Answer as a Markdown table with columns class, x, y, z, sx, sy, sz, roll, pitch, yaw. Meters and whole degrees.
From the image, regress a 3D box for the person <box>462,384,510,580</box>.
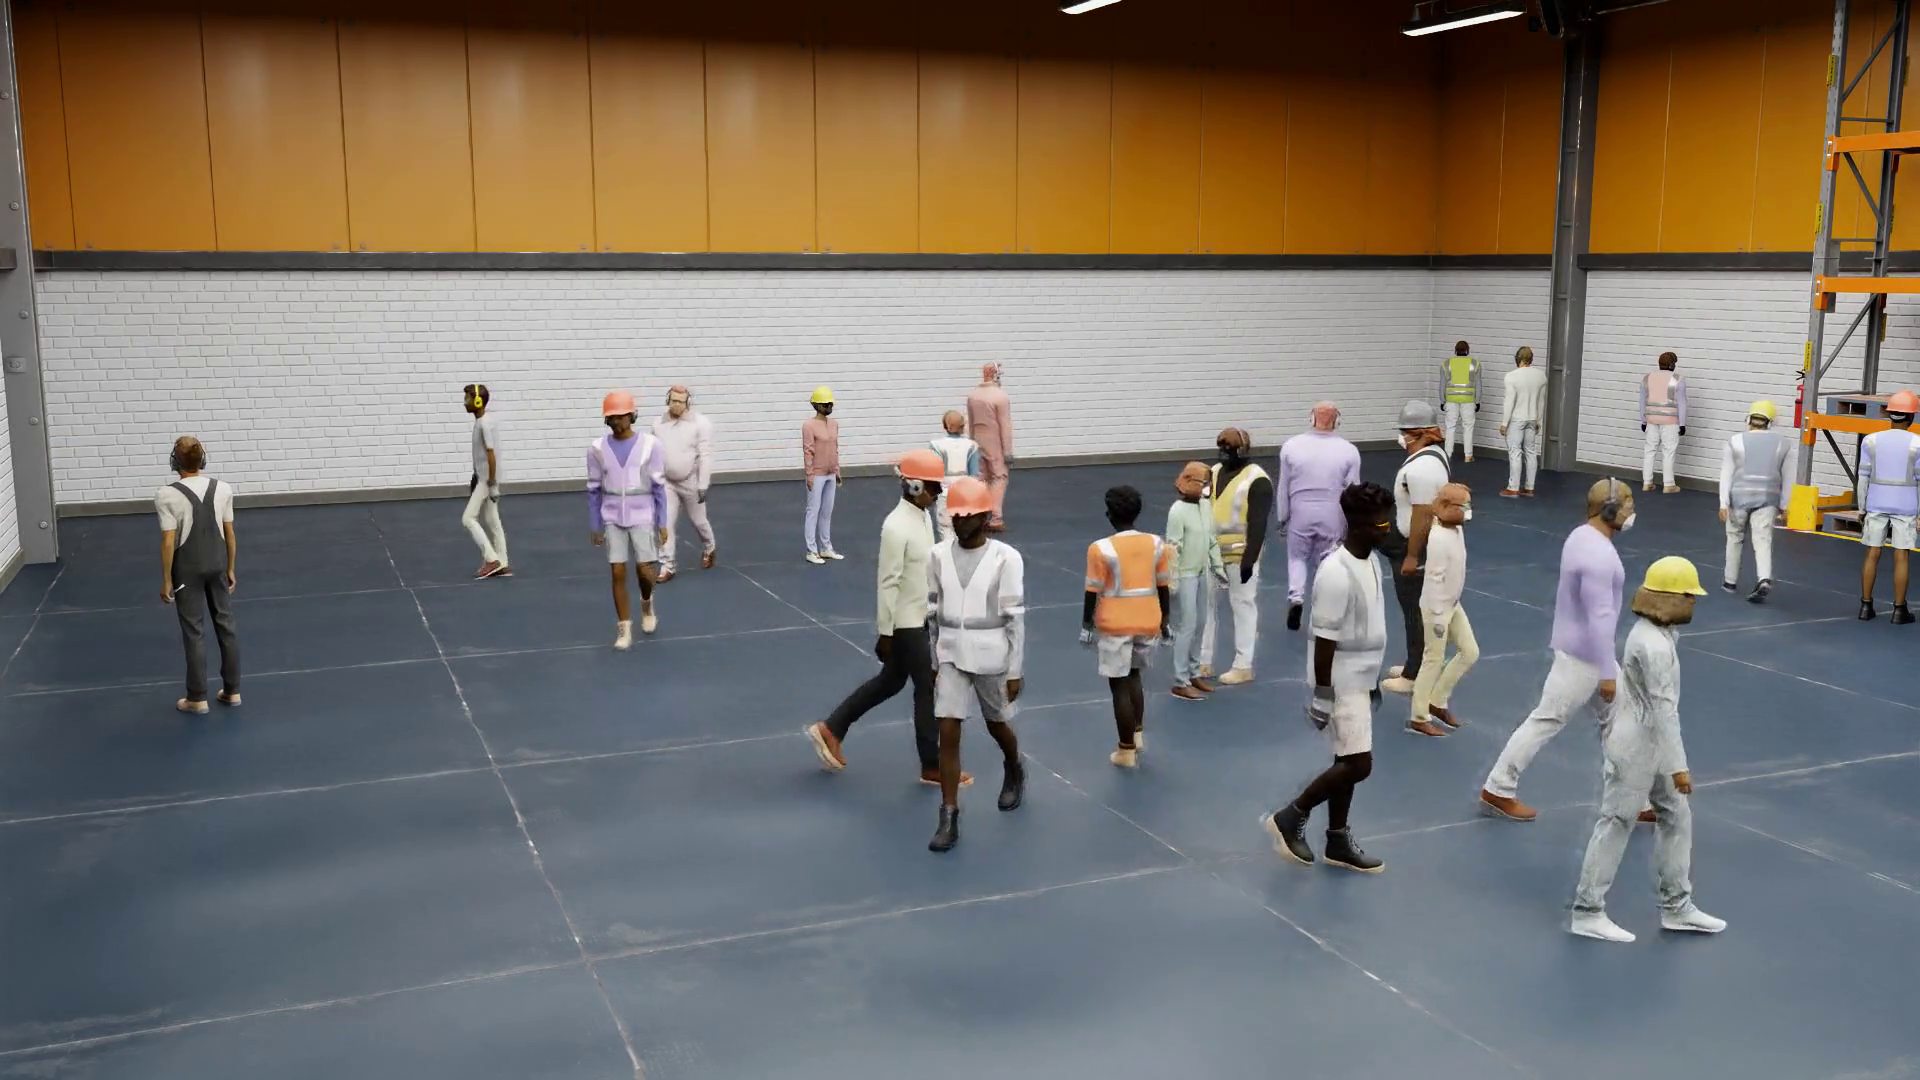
| class | x | y | z | sx | sy | sz | roll | pitch | yaw |
| --- | --- | --- | --- | --- | --- | --- | --- | --- | --- |
| person | -4.522 | -0.549 | 15.742 | 0.501 | 1.853 | 0.502 | -2 | 10 | -12 |

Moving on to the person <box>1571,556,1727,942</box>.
| class | x | y | z | sx | sy | sz | roll | pitch | yaw |
| --- | --- | --- | --- | --- | --- | --- | --- | --- | --- |
| person | 3.064 | 0.929 | 7.210 | 0.759 | 1.717 | 0.505 | 4 | 10 | 23 |

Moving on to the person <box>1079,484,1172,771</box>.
| class | x | y | z | sx | sy | sz | roll | pitch | yaw |
| --- | --- | --- | --- | --- | --- | --- | --- | --- | --- |
| person | 0.958 | 0.507 | 9.846 | 0.555 | 1.673 | 0.517 | -5 | 10 | -25 |

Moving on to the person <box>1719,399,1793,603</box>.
| class | x | y | z | sx | sy | sz | roll | pitch | yaw |
| --- | --- | --- | --- | --- | --- | --- | --- | --- | --- |
| person | 7.063 | -0.353 | 14.759 | 0.601 | 1.795 | 0.866 | 2 | 10 | 14 |

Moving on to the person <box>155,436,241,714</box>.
| class | x | y | z | sx | sy | sz | roll | pitch | yaw |
| --- | --- | --- | --- | --- | --- | --- | --- | --- | --- |
| person | -5.055 | 0.230 | 11.037 | 0.351 | 1.846 | 0.507 | 8 | 12 | 40 |

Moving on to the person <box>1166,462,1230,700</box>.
| class | x | y | z | sx | sy | sz | roll | pitch | yaw |
| --- | --- | --- | --- | --- | --- | --- | --- | --- | --- |
| person | 1.620 | 0.269 | 11.483 | 0.347 | 1.621 | 0.507 | 6 | 11 | 34 |

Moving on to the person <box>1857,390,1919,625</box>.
| class | x | y | z | sx | sy | sz | roll | pitch | yaw |
| --- | --- | --- | --- | --- | --- | --- | --- | --- | --- |
| person | 7.740 | -0.270 | 13.789 | 0.551 | 1.937 | 0.357 | 9 | 13 | 43 |

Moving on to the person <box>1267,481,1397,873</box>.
| class | x | y | z | sx | sy | sz | roll | pitch | yaw |
| --- | --- | --- | --- | --- | --- | --- | --- | --- | --- |
| person | 1.853 | 0.672 | 8.052 | 0.468 | 1.953 | 0.625 | 5 | 11 | 27 |

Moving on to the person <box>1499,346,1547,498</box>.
| class | x | y | z | sx | sy | sz | roll | pitch | yaw |
| --- | --- | --- | --- | --- | --- | --- | --- | --- | --- |
| person | 7.182 | -1.506 | 21.275 | 0.637 | 1.938 | 0.355 | -4 | 10 | -22 |

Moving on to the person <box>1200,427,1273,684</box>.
| class | x | y | z | sx | sy | sz | roll | pitch | yaw |
| --- | --- | --- | --- | --- | --- | --- | --- | --- | --- |
| person | 1.833 | 0.125 | 11.719 | 0.637 | 1.826 | 0.661 | -6 | 11 | -33 |

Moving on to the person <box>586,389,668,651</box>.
| class | x | y | z | sx | sy | sz | roll | pitch | yaw |
| --- | --- | --- | --- | --- | --- | --- | --- | --- | --- |
| person | -2.574 | -0.167 | 12.913 | 0.628 | 2.023 | 0.533 | 0 | 9 | 0 |

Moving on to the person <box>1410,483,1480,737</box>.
| class | x | y | z | sx | sy | sz | roll | pitch | yaw |
| --- | --- | --- | --- | --- | --- | --- | --- | --- | --- |
| person | 3.042 | 0.444 | 10.427 | 0.415 | 1.616 | 0.530 | 6 | 11 | 31 |

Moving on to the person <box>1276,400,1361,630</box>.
| class | x | y | z | sx | sy | sz | roll | pitch | yaw |
| --- | --- | --- | --- | --- | --- | --- | --- | --- | --- |
| person | 2.866 | -0.172 | 13.326 | 0.675 | 1.891 | 0.527 | 3 | 10 | 19 |

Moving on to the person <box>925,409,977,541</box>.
| class | x | y | z | sx | sy | sz | roll | pitch | yaw |
| --- | --- | --- | --- | --- | --- | --- | --- | --- | --- |
| person | -0.055 | -0.417 | 15.649 | 0.515 | 1.615 | 0.716 | -5 | 11 | -27 |

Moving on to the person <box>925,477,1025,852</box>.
| class | x | y | z | sx | sy | sz | roll | pitch | yaw |
| --- | --- | --- | --- | --- | --- | --- | --- | --- | --- |
| person | 0.100 | 0.591 | 8.717 | 0.552 | 1.901 | 0.972 | 4 | 10 | 21 |

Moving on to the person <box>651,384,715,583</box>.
| class | x | y | z | sx | sy | sz | roll | pitch | yaw |
| --- | --- | --- | --- | --- | --- | --- | --- | --- | --- |
| person | -2.621 | -0.568 | 15.853 | 0.636 | 1.868 | 0.933 | 2 | 10 | 13 |

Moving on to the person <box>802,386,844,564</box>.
| class | x | y | z | sx | sy | sz | roll | pitch | yaw |
| --- | --- | --- | --- | --- | --- | --- | --- | --- | --- |
| person | -1.365 | -0.651 | 16.620 | 0.316 | 1.769 | 0.525 | 6 | 11 | 32 |

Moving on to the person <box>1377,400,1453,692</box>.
| class | x | y | z | sx | sy | sz | roll | pitch | yaw |
| --- | --- | --- | --- | --- | --- | --- | --- | --- | --- |
| person | 3.149 | 0.035 | 11.631 | 0.537 | 2.000 | 0.689 | 4 | 10 | 23 |

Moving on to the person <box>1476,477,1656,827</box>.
| class | x | y | z | sx | sy | sz | roll | pitch | yaw |
| --- | --- | --- | --- | --- | --- | --- | --- | --- | --- |
| person | 3.281 | 0.598 | 8.751 | 1.078 | 1.877 | 0.656 | 3 | 10 | 16 |

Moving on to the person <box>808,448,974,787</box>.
| class | x | y | z | sx | sy | sz | roll | pitch | yaw |
| --- | --- | --- | --- | --- | --- | --- | --- | --- | --- |
| person | -0.412 | 0.434 | 9.512 | 0.936 | 1.957 | 0.626 | 2 | 10 | 10 |

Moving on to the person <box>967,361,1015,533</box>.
| class | x | y | z | sx | sy | sz | roll | pitch | yaw |
| --- | --- | --- | --- | --- | --- | --- | --- | --- | --- |
| person | 0.374 | -1.041 | 18.559 | 0.402 | 1.909 | 0.645 | -7 | 12 | -37 |

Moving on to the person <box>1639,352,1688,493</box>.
| class | x | y | z | sx | sy | sz | roll | pitch | yaw |
| --- | --- | --- | --- | --- | --- | --- | --- | --- | --- |
| person | 9.218 | -1.540 | 21.777 | 0.429 | 1.843 | 0.633 | -8 | 12 | -39 |

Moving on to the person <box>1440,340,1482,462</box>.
| class | x | y | z | sx | sy | sz | roll | pitch | yaw |
| --- | --- | --- | --- | --- | --- | --- | --- | --- | --- |
| person | 7.563 | -2.092 | 25.139 | 0.624 | 1.840 | 0.429 | 4 | 10 | 22 |
